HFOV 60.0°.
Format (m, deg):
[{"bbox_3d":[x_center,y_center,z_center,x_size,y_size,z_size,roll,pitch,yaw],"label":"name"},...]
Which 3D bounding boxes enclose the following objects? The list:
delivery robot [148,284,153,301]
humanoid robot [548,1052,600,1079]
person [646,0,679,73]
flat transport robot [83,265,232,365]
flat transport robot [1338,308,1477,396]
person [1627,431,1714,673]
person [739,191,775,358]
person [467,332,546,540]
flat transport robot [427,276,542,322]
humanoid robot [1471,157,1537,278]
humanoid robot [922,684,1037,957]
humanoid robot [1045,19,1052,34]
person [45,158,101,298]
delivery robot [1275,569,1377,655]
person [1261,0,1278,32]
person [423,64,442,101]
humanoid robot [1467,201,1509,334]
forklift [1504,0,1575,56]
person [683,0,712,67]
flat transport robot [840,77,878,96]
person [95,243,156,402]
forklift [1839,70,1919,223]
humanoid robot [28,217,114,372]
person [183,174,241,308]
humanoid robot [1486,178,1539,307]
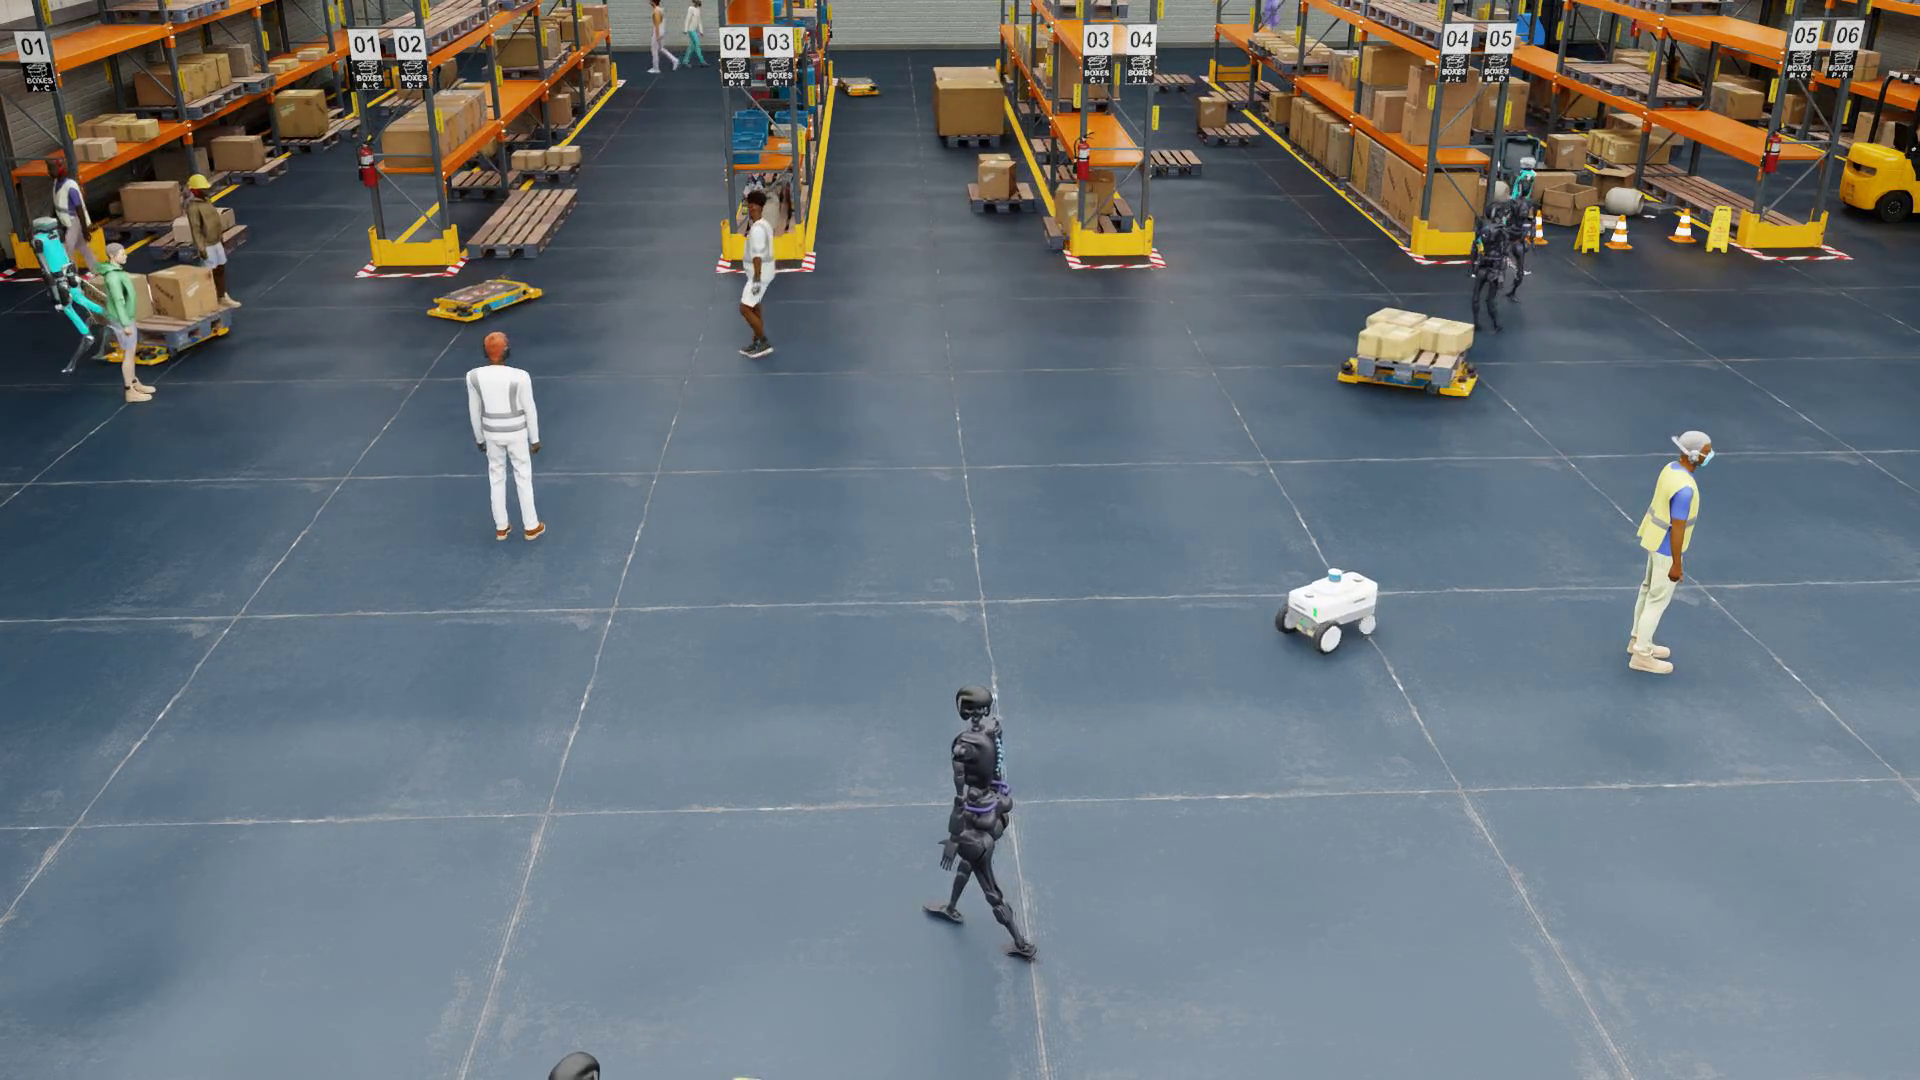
[{"bbox_3d":[-10.272,-2.977,20.829,0.812,0.609,0.499,-2,24,-4],"label":"delivery robot"},{"bbox_3d":[-1.506,2.697,6.714,0.608,1.636,0.707,11,26,22],"label":"humanoid robot"},{"bbox_3d":[-7.166,-12.112,39.753,0.694,1.837,0.511,3,24,6],"label":"person"},{"bbox_3d":[-9.466,-2.390,19.843,0.659,0.231,1.431,6,25,13],"label":"flat transport robot"},{"bbox_3d":[5.028,-1.869,18.672,1.431,0.231,0.659,10,26,21],"label":"flat transport robot"},{"bbox_3d":[5.229,0.077,12.322,0.398,1.886,0.510,5,24,11],"label":"person"},{"bbox_3d":[-2.368,-3.073,19.328,0.431,1.935,0.636,0,24,0],"label":"person"},{"bbox_3d":[-3.953,-0.894,14.507,0.584,1.879,0.341,2,24,3],"label":"person"},{"bbox_3d":[-6.126,-3.106,21.452,0.659,0.231,1.431,12,27,25],"label":"flat transport robot"},{"bbox_3d":[7.225,-4.242,22.199,1.006,1.722,0.538,4,24,9],"label":"humanoid robot"},{"bbox_3d":[0.111,1.561,9.304,0.785,1.629,0.609,12,26,24],"label":"humanoid robot"},{"bbox_3d":[2.375,-12.912,41.722,0.792,1.801,0.556,1,24,2],"label":"humanoid robot"},{"bbox_3d":[-11.720,-4.066,21.713,0.877,1.807,0.577,-18,30,-35],"label":"person"},{"bbox_3d":[2.876,0.530,12.953,0.803,0.614,0.499,-15,28,-30],"label":"delivery robot"},{"bbox_3d":[7.651,-12.764,41.287,0.461,1.786,0.612,-5,25,-12],"label":"person"},{"bbox_3d":[-11.001,-9.649,34.437,0.547,1.667,0.817,-4,24,-8],"label":"person"},{"bbox_3d":[6.460,-3.307,20.220,0.424,1.670,0.609,-13,27,-27],"label":"humanoid robot"},{"bbox_3d":[14.700,-13.805,42.301,1.873,2.768,1.129,-1,24,-2],"label":"forklift"},{"bbox_3d":[-6.441,-12.406,40.574,0.811,1.707,0.590,4,24,9],"label":"person"},{"bbox_3d":[-2.272,-10.192,37.375,0.659,0.231,1.431,-5,24,-11],"label":"flat transport robot"},{"bbox_3d":[-9.028,-2.356,17.972,0.315,1.734,0.477,-8,25,-18],"label":"person"},{"bbox_3d":[15.132,-6.143,25.915,2.313,2.155,1.214,-1,24,-2],"label":"forklift"},{"bbox_3d":[-9.990,-2.778,18.929,0.799,1.780,0.539,2,24,4],"label":"humanoid robot"},{"bbox_3d":[-9.548,-3.764,21.097,0.420,1.757,0.559,3,24,6],"label":"person"},{"bbox_3d":[7.116,-3.849,21.398,0.596,1.640,0.393,-6,25,-13],"label":"humanoid robot"}]
